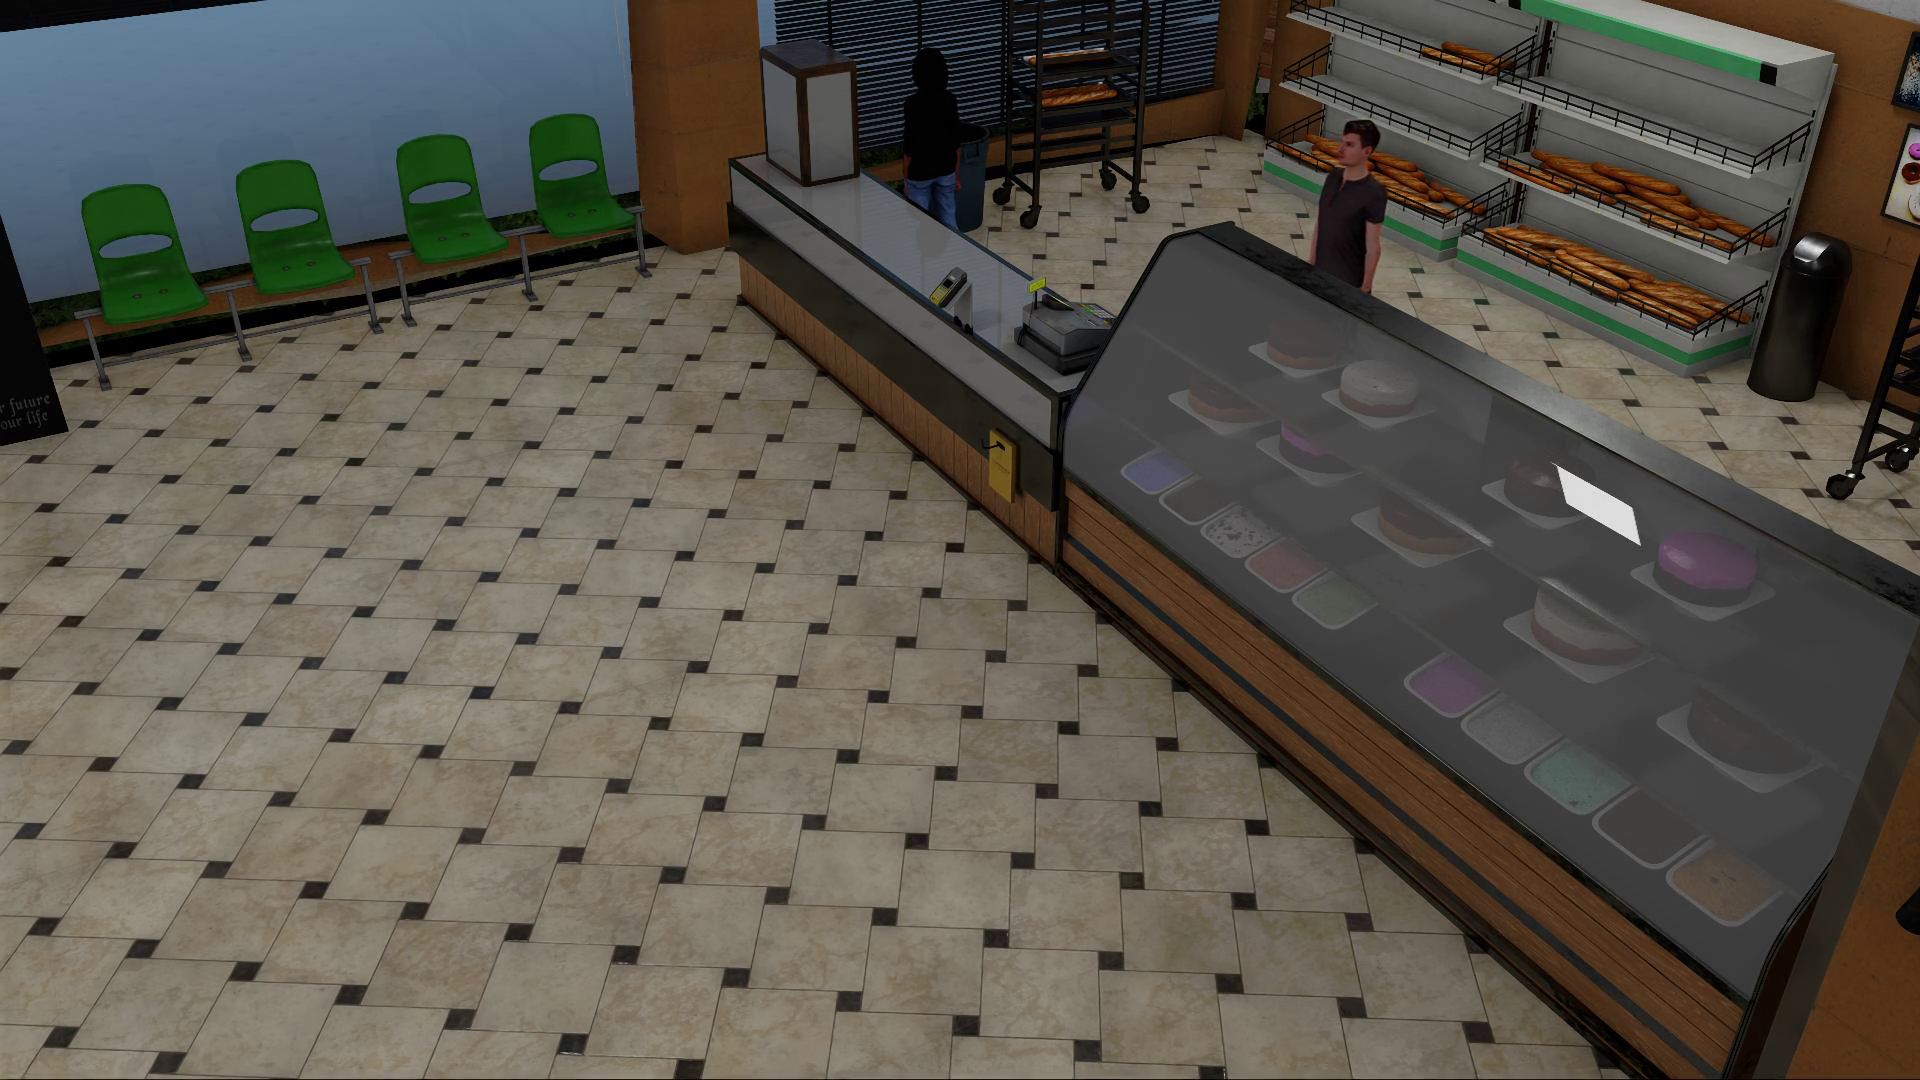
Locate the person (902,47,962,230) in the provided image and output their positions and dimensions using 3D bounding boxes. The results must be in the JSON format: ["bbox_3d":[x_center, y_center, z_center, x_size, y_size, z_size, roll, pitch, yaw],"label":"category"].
[{"bbox_3d":[-0.195,-2.401,10.994,0.513,1.701,0.658,-12,34,-18],"label":"person"}]

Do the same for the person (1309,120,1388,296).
[{"bbox_3d":[2.147,-1.452,9.326,0.547,1.853,0.650,-16,35,-24],"label":"person"}]
